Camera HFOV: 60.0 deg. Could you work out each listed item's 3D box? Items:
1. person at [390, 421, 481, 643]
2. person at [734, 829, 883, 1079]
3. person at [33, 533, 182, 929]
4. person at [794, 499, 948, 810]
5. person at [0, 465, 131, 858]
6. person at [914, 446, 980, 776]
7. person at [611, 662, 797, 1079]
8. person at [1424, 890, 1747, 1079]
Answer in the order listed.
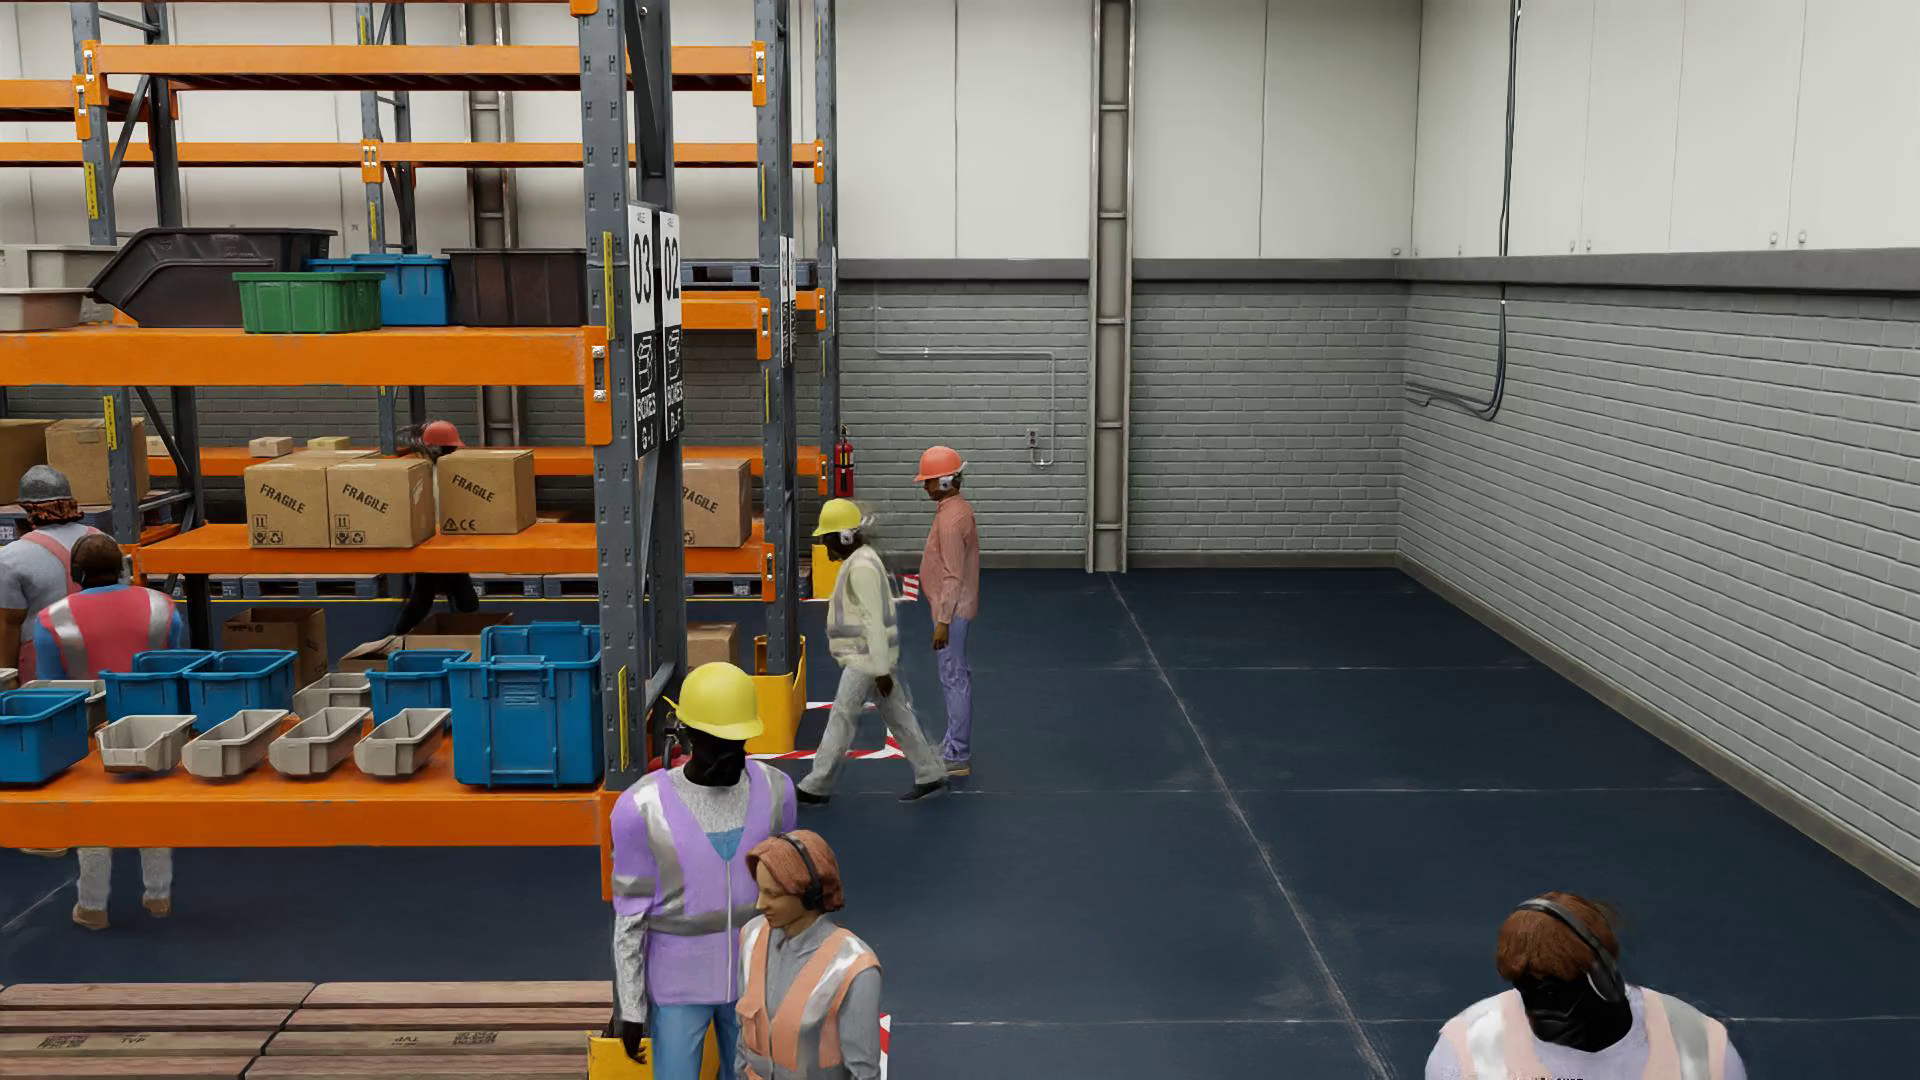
[{"bbox_3d":[-3.782,0.098,12.145,1.048,1.938,0.646,0,9,-1],"label":"person"},{"bbox_3d":[-0.389,1.531,4.294,0.523,1.631,0.315,8,13,42],"label":"person"},{"bbox_3d":[-3.896,0.877,7.668,0.636,1.843,0.429,-8,12,-40],"label":"person"},{"bbox_3d":[-0.524,0.647,9.318,0.992,1.767,0.625,0,9,-1],"label":"person"},{"bbox_3d":[-4.720,0.607,8.701,0.535,2.000,0.680,5,10,28],"label":"person"},{"bbox_3d":[-0.077,0.424,9.995,0.390,1.986,0.609,1,9,4],"label":"person"},{"bbox_3d":[-0.720,1.290,4.911,0.592,1.918,0.395,-6,11,-32],"label":"person"},{"bbox_3d":[1.318,1.585,3.467,0.713,1.803,0.478,1,9,5],"label":"person"}]
